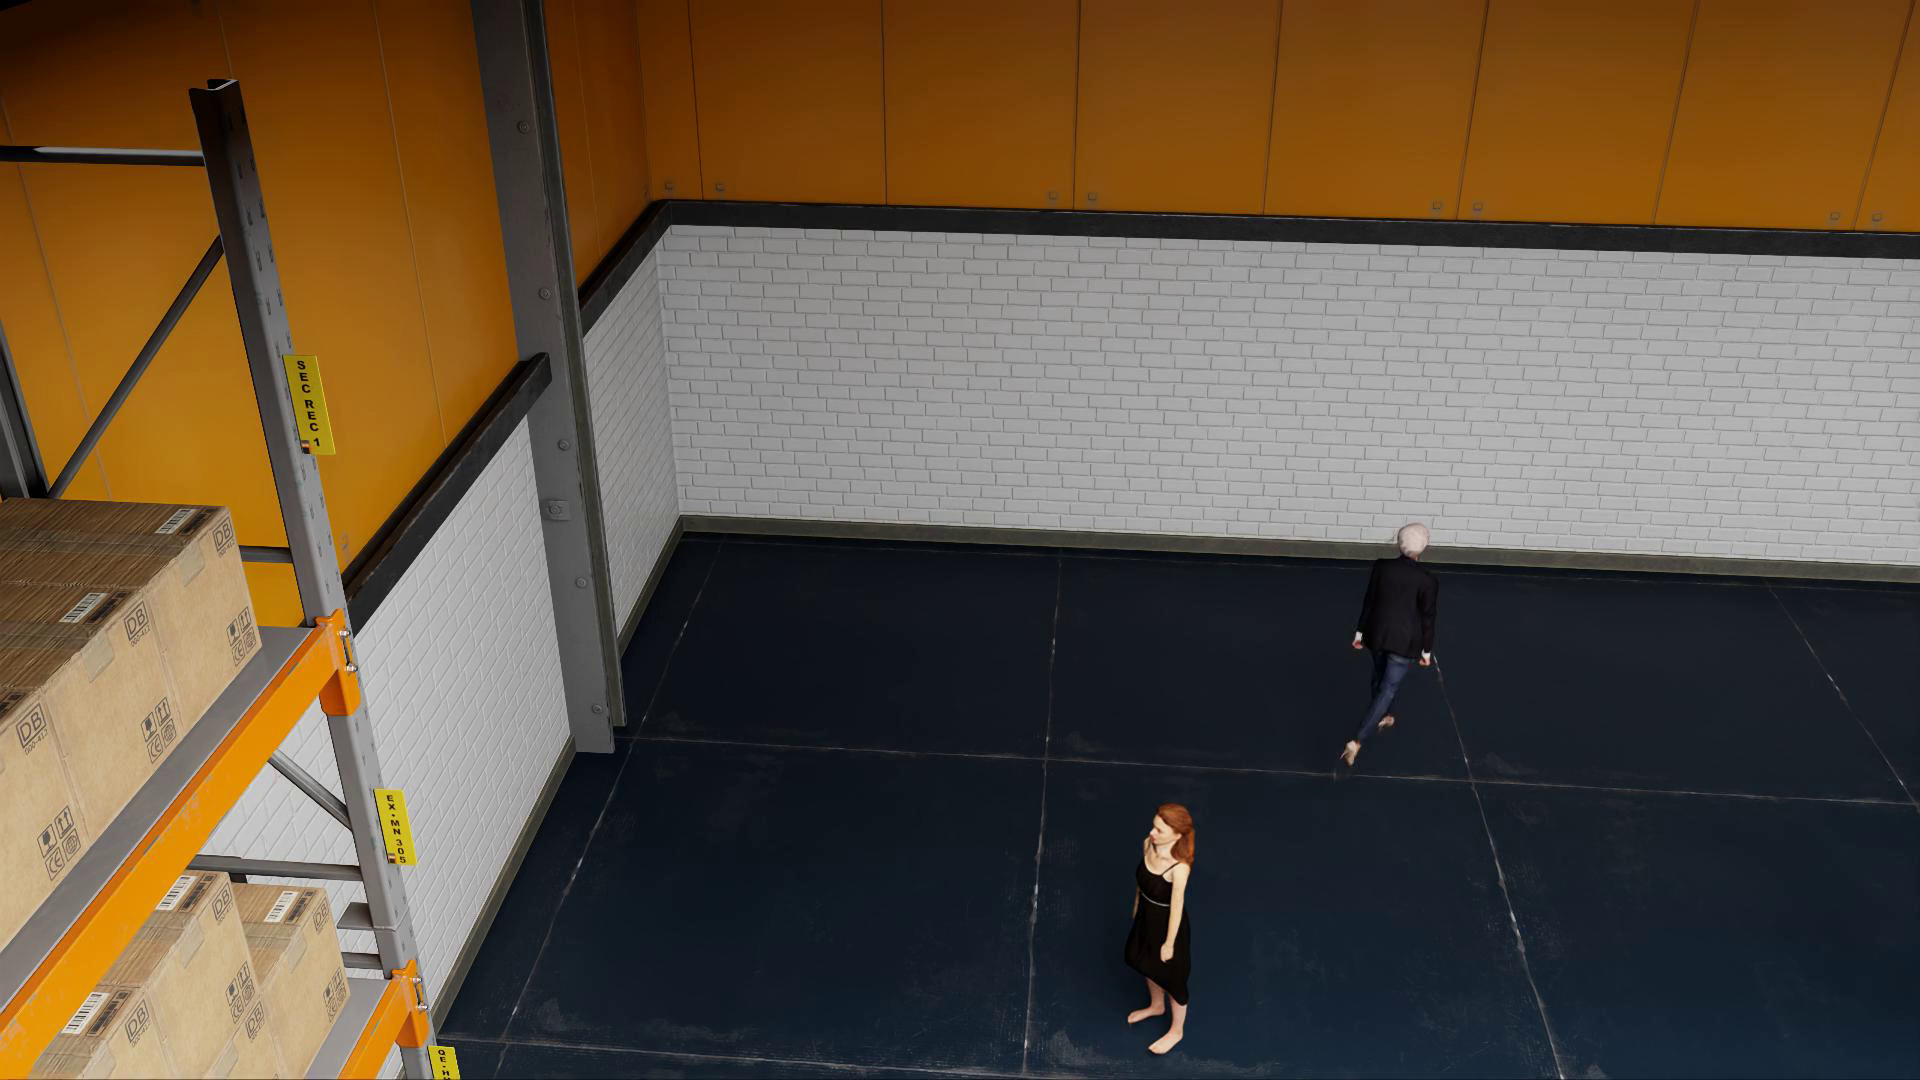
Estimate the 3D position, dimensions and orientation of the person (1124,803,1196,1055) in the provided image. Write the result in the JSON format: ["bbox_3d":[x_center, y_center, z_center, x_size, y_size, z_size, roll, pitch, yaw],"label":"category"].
[{"bbox_3d":[1.134,2.128,9.206,0.724,1.622,0.640,-12,31,-21],"label":"person"}]

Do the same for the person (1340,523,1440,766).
[{"bbox_3d":[2.772,0.703,10.988,1.158,1.767,1.202,24,37,37],"label":"person"}]
